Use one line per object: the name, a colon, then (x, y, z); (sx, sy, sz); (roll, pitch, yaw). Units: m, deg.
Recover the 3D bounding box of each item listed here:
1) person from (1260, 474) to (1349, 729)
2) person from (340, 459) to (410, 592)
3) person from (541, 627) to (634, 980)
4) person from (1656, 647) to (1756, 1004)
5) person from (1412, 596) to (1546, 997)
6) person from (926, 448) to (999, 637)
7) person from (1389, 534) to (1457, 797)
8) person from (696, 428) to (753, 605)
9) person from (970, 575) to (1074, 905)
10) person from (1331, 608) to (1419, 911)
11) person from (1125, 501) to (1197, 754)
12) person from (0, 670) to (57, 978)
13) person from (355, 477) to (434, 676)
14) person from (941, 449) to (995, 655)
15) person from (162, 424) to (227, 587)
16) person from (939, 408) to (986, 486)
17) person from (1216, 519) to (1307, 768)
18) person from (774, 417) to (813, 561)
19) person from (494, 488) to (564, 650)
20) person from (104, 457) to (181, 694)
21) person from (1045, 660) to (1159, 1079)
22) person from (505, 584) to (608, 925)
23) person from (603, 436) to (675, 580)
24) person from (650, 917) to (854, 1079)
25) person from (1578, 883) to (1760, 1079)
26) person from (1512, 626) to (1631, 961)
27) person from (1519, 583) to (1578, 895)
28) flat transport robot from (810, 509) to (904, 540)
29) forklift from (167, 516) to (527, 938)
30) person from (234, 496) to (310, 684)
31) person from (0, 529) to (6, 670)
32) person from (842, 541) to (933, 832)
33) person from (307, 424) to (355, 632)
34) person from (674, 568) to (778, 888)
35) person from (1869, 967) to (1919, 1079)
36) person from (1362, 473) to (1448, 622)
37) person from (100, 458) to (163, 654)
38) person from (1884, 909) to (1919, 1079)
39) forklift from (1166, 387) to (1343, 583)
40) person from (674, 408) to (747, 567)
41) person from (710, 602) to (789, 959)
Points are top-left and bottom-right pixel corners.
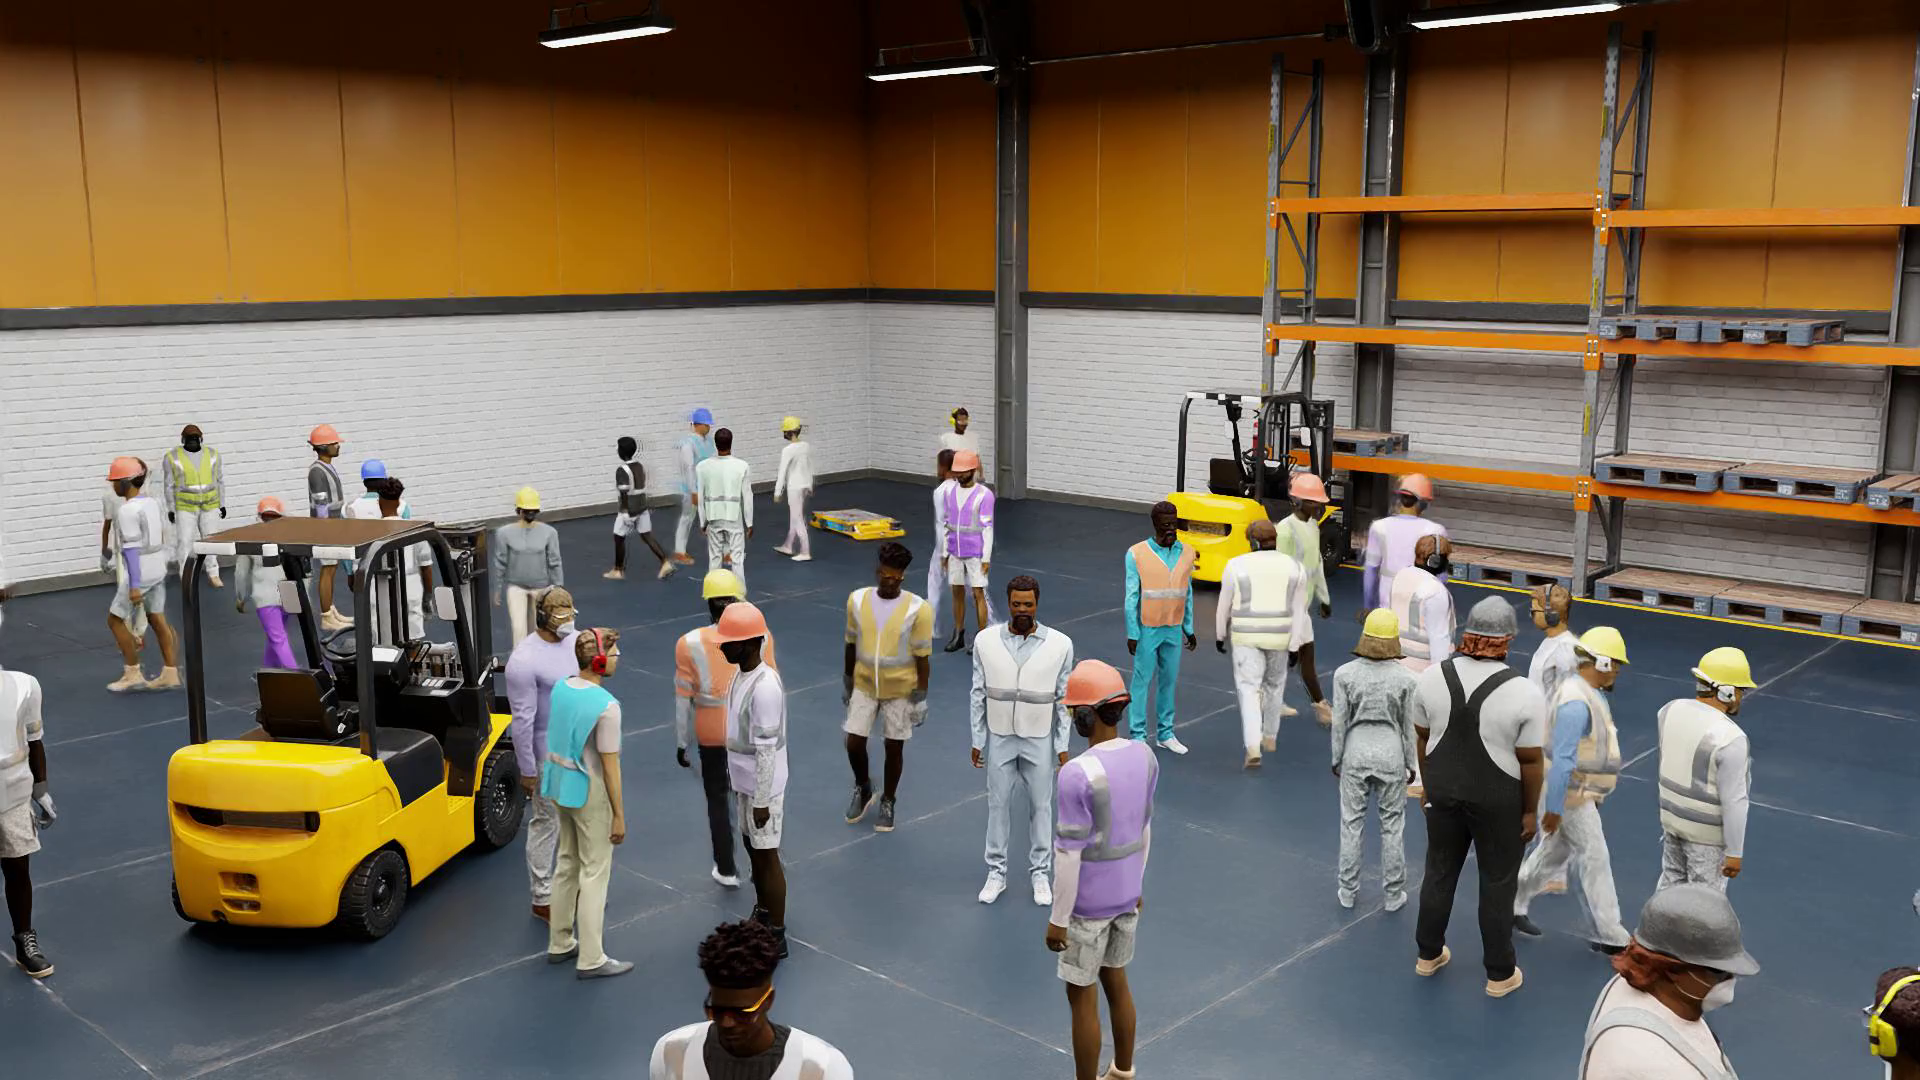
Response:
person: (2.765, 0.479, 13.109); (0.818, 2.013, 0.636); (6, 12, 32)
person: (-5.081, 0.260, 14.564); (0.605, 1.939, 0.415); (-1, 10, -6)
person: (-1.936, 1.359, 8.630); (0.408, 1.831, 0.570); (-9, 14, -42)
person: (3.708, 1.420, 8.299); (0.403, 1.819, 0.602); (-2, 10, -12)
person: (2.669, 1.272, 8.505); (0.685, 2.000, 0.537); (9, 13, 41)
person: (-0.031, 0.058, 15.915); (0.998, 1.882, 0.597); (8, 13, 37)
person: (3.179, 0.860, 11.452); (0.429, 1.834, 0.636); (-2, 10, -12)
person: (-2.430, -0.203, 17.242); (0.591, 1.922, 0.392); (1, 10, 8)
person: (0.353, 1.141, 9.589); (0.592, 1.922, 0.392); (1, 10, 7)
person: (2.368, 1.245, 9.500); (0.492, 1.742, 0.320); (3, 10, 17)
person: (1.483, 0.654, 12.364); (0.587, 1.920, 0.391); (-5, 11, -26)
person: (-4.948, 1.315, 8.468); (0.367, 1.967, 0.603); (10, 14, 43)
person: (-4.529, 0.471, 13.326); (0.626, 1.958, 0.384); (-8, 13, -37)
person: (0.055, 0.108, 15.444); (0.544, 1.930, 0.386); (7, 12, 33)
person: (-8.444, -0.366, 18.403); (0.632, 1.840, 0.429); (-8, 13, -38)
person: (0.062, -0.674, 20.125); (0.530, 1.849, 0.649); (-5, 11, -26)
person: (2.211, 0.747, 12.186); (0.621, 1.803, 0.867); (-1, 10, -4)
person: (-2.082, -0.620, 20.084); (0.696, 1.741, 0.552); (5, 11, 27)
person: (-3.656, 0.426, 14.138); (0.561, 1.735, 0.795); (-4, 11, -23)
person: (-7.005, 0.304, 14.060); (0.702, 2.017, 0.656); (-1, 10, -3)
person: (0.582, 1.516, 7.163); (0.409, 2.028, 0.618); (8, 13, 40)
person: (-2.258, 1.190, 9.302); (0.375, 1.929, 0.636); (4, 11, 23)
person: (-3.640, -0.349, 18.826); (0.837, 1.664, 0.540); (4, 11, 21)
person: (-0.584, 1.987, 4.685); (0.603, 1.957, 0.385); (2, 10, 12)
person: (2.009, 1.937, 4.717); (0.535, 2.000, 0.687); (4, 11, 19)
person: (3.292, 1.346, 8.914); (0.853, 1.782, 0.656); (5, 11, 25)
person: (3.448, 1.157, 9.727); (0.344, 1.841, 0.506); (2, 10, 11)
flat transport robot: (-1.378, -0.224, 22.053); (0.652, 0.197, 1.431); (-6, 12, -32)
forklift: (-3.583, 0.976, 9.748); (1.214, 2.155, 2.313); (2, 10, 11)
person: (-5.787, 0.479, 13.999); (0.915, 1.688, 0.544); (8, 13, 38)
person: (-8.503, 0.325, 14.451); (0.350, 1.858, 0.666); (-8, 13, -40)
person: (-0.476, 0.950, 10.661); (0.638, 1.932, 0.444); (3, 10, 16)
person: (-6.207, -0.119, 16.401); (0.362, 2.048, 0.613); (-3, 10, -14)
person: (-1.354, 1.121, 9.755); (0.603, 1.898, 0.583); (-5, 11, -25)
person: (2.511, 2.067, 4.506); (0.510, 1.861, 0.324); (-2, 10, -11)
person: (3.509, 0.496, 13.041); (0.813, 2.018, 0.455); (6, 12, 32)
person: (-7.708, 0.148, 15.506); (0.567, 1.833, 0.616); (-6, 12, -30)
person: (3.933, 1.691, 6.572); (0.681, 1.880, 0.732); (-3, 10, -18)
forklift: (3.298, -0.608, 18.767); (1.214, 2.155, 2.313); (9, 13, 42)
person: (-3.028, -0.612, 19.648); (1.005, 1.888, 0.643); (5, 11, 28)
person: (-1.110, 1.276, 8.803); (0.389, 1.930, 0.544); (-4, 11, -21)
